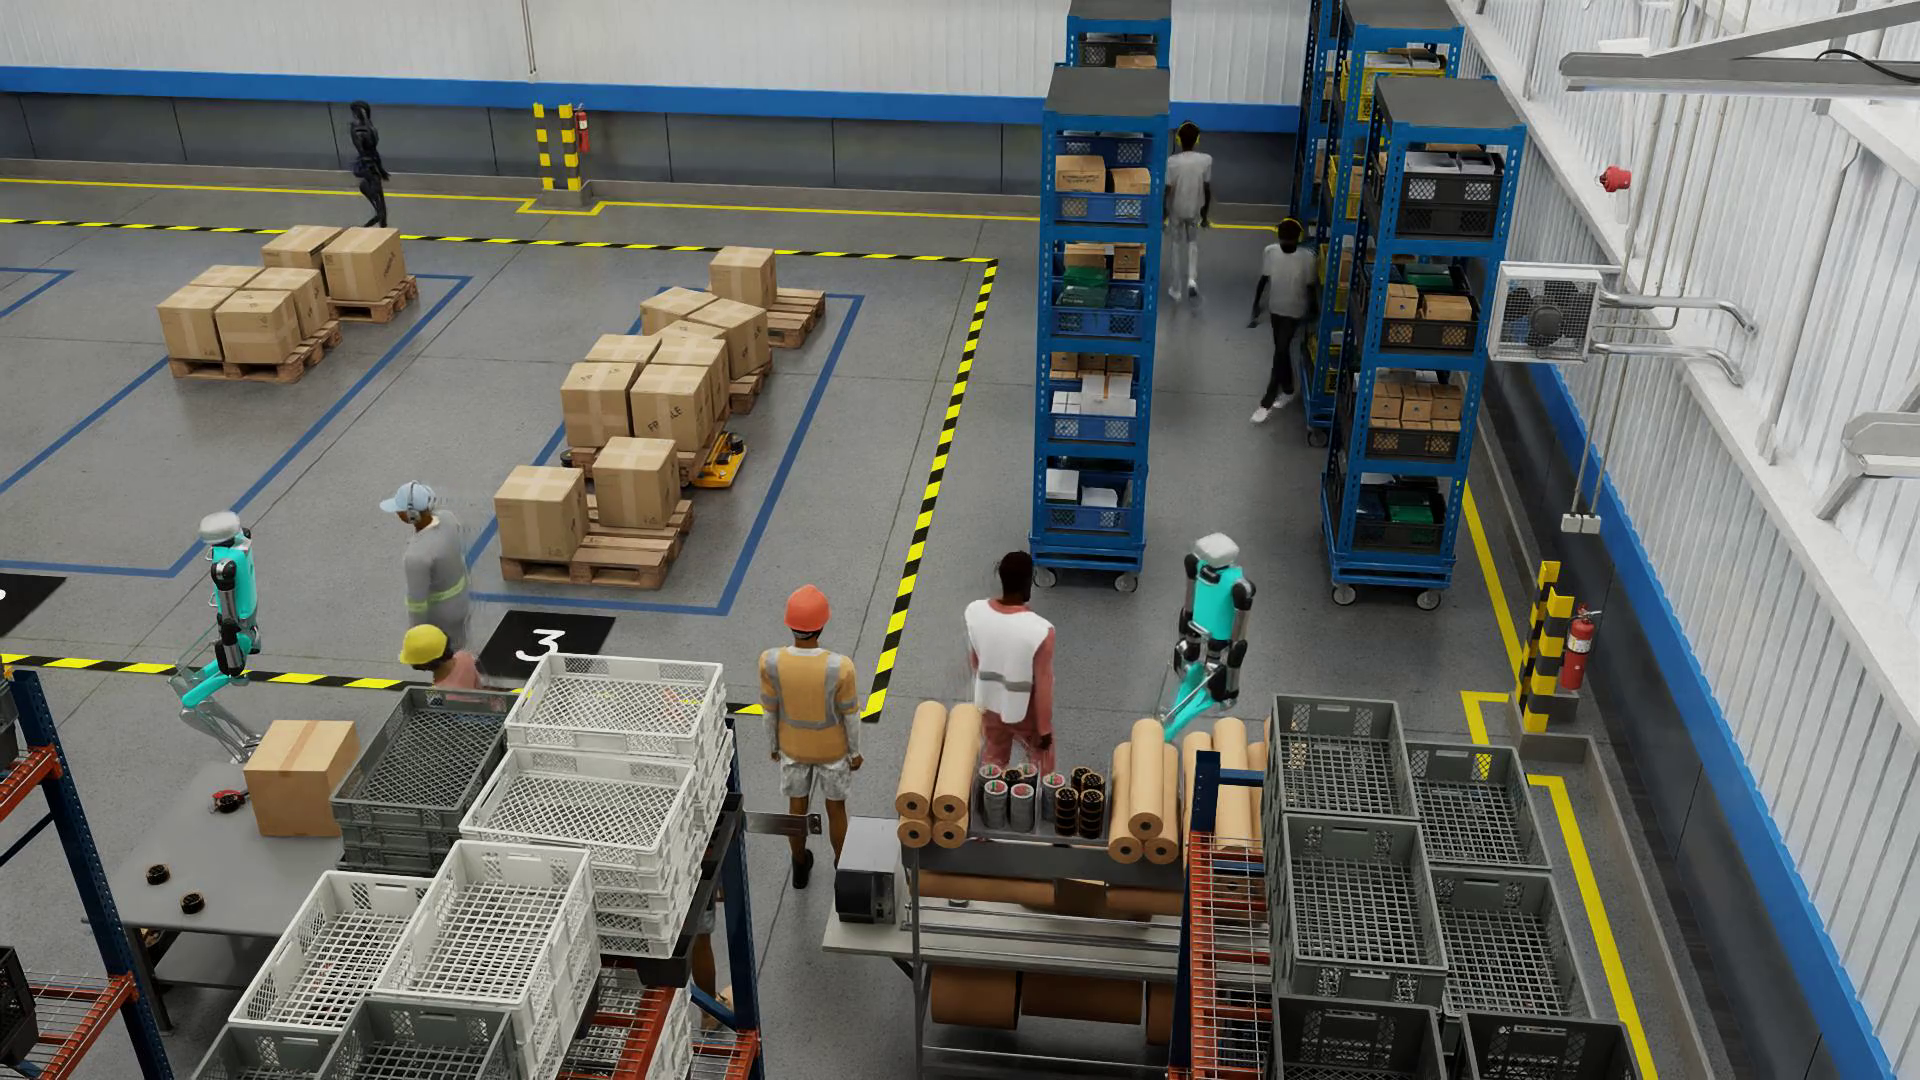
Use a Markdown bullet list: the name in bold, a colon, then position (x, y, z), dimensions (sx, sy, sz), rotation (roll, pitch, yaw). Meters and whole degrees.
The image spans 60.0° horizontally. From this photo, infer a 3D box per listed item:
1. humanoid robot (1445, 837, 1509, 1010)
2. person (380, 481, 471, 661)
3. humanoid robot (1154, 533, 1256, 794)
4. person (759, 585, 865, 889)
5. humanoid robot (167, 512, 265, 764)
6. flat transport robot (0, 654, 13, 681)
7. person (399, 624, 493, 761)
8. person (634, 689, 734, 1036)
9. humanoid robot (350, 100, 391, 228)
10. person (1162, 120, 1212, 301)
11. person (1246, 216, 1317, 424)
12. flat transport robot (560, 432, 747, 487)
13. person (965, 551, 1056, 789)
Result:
- **humanoid robot**: position (2.299, 2.020, 7.806), dimensions (0.607, 1.650, 0.359), rotation (7, 31, 12)
- **person**: position (-3.313, 0.449, 10.346), dimensions (0.577, 1.833, 0.613), rotation (2, 30, 3)
- **humanoid robot**: position (1.298, 0.863, 9.786), dimensions (0.762, 1.833, 0.554), rotation (-18, 35, -28)
- **person**: position (-0.798, 1.102, 9.121), dimensions (0.542, 1.939, 0.361), rotation (5, 31, 8)
- **humanoid robot**: position (-4.523, 0.619, 10.022), dimensions (0.735, 1.673, 0.533), rotation (-5, 31, -8)
- **flat transport robot**: position (-7.142, 0.969, 11.010), dimensions (1.431, 0.231, 0.659), rotation (3, 30, 6)
- **person**: position (-2.837, 1.174, 9.196), dimensions (0.832, 1.721, 0.543), rotation (3, 30, 6)
- **person**: position (-1.412, 1.597, 8.175), dimensions (0.605, 2.038, 0.377), rotation (6, 31, 10)
- **humanoid robot**: position (-6.481, -3.981, 18.120), dimensions (0.465, 1.645, 0.592), rotation (-3, 30, -5)
- **person**: position (2.257, -3.307, 16.769), dimensions (0.536, 1.860, 0.410), rotation (-3, 30, -6)
- **person**: position (2.755, -1.920, 14.412), dimensions (0.583, 1.822, 0.851), rotation (23, 37, 34)
- **flat transport robot**: position (-2.554, -0.707, 13.861), dimensions (1.431, 0.197, 0.652), rotation (3, 30, 6)
- **person**: position (0.363, 0.891, 9.536), dimensions (0.611, 1.880, 0.860), rotation (20, 35, 30)
